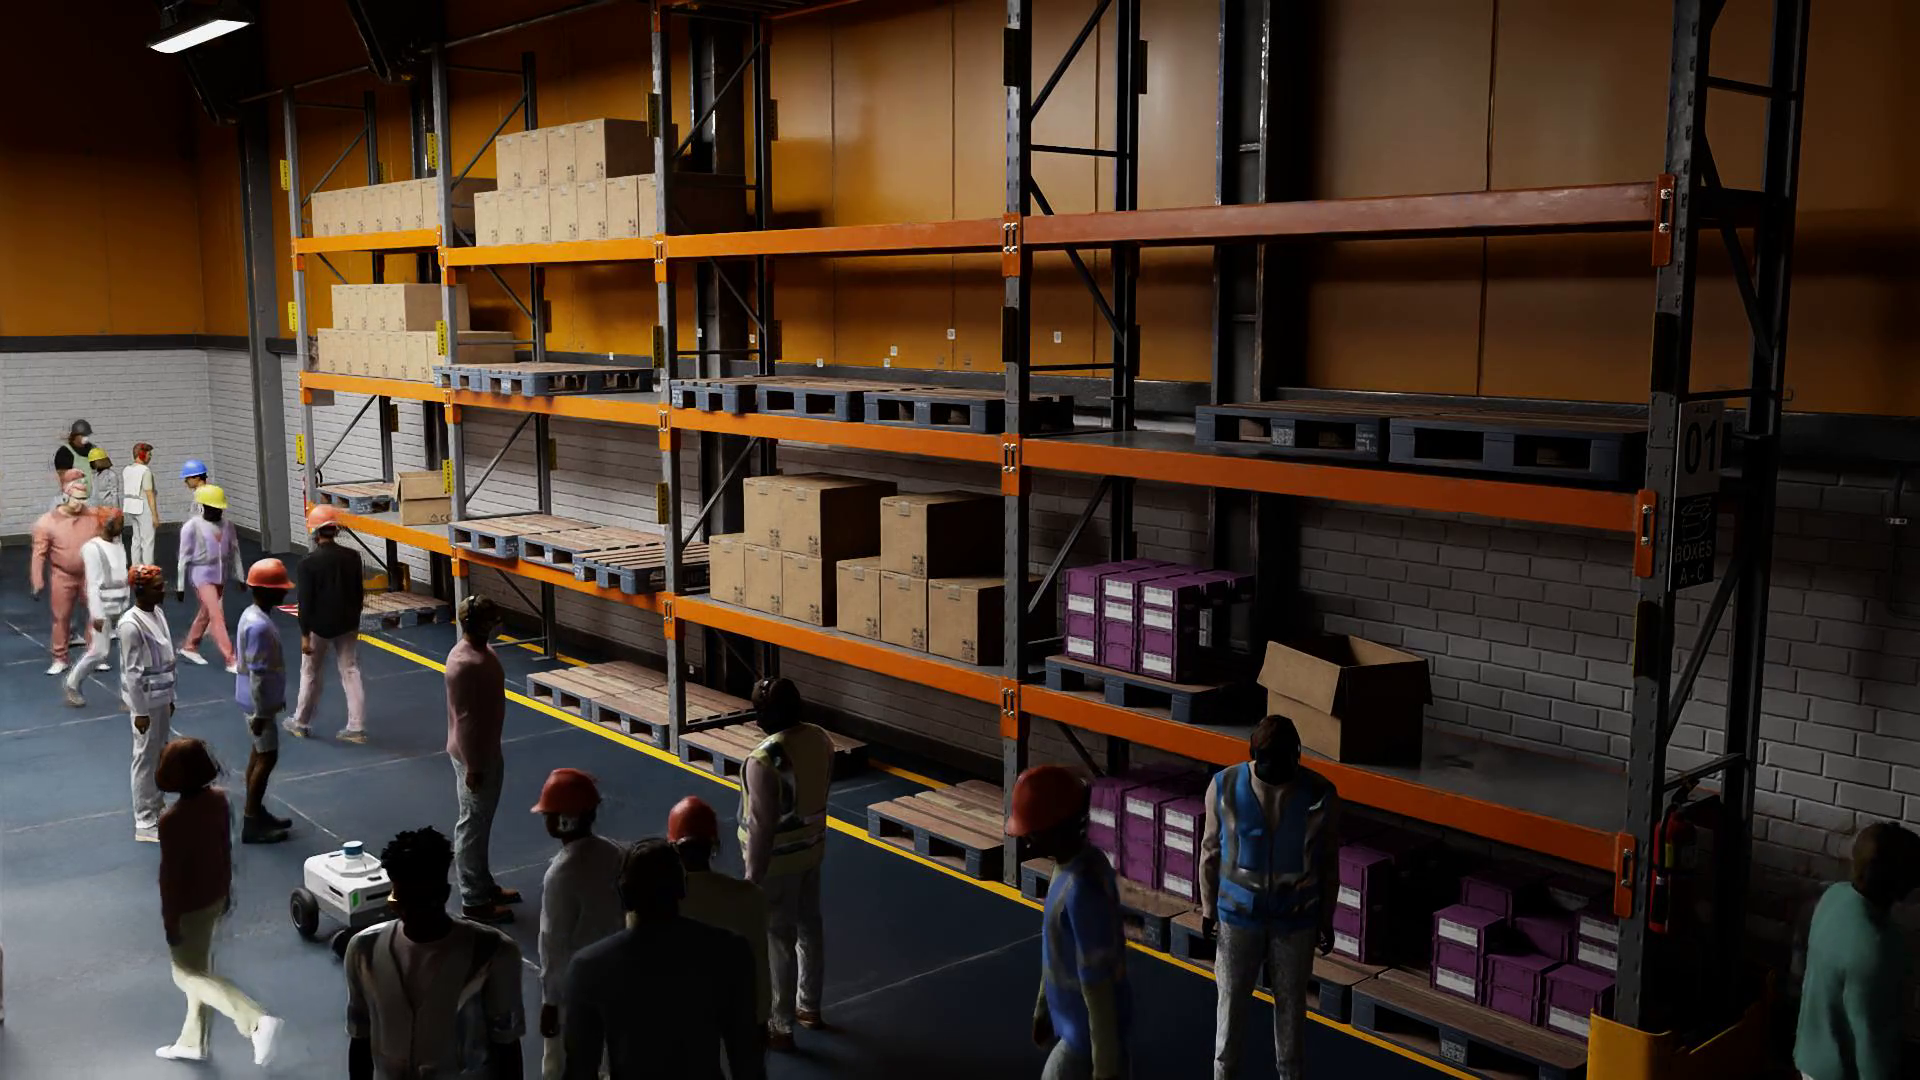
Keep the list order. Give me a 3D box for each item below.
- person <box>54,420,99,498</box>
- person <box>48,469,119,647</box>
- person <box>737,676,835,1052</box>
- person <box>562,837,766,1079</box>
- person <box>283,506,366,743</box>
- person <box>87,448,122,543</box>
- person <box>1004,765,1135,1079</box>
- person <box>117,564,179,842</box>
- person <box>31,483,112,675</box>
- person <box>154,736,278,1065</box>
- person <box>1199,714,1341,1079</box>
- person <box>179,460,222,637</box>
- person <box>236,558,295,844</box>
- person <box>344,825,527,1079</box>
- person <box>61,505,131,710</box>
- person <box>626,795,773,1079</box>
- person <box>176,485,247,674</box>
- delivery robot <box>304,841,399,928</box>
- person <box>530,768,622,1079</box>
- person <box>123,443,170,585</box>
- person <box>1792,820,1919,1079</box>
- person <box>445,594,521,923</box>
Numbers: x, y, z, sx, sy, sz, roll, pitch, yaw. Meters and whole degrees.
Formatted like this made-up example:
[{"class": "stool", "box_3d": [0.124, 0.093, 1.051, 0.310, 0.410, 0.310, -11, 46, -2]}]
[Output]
[{"class": "person", "box_3d": [-12.071, -0.667, 22.983, 0.759, 2.000, 0.689, 5, 10, 30]}, {"class": "person", "box_3d": [-9.286, 0.175, 17.716, 0.669, 1.868, 0.865, 3, 9, 22]}, {"class": "person", "box_3d": [-0.874, 1.569, 8.149, 0.429, 1.839, 0.623, 4, 9, 27]}, {"class": "person", "box_3d": [-1.005, 1.917, 5.596, 0.650, 1.873, 1.024, -3, 9, -18]}, {"class": "person", "box_3d": [-5.295, 0.693, 13.812, 0.906, 1.951, 0.644, 6, 10, 37]}, {"class": "person", "box_3d": [-11.255, -0.351, 21.864, 0.486, 1.729, 0.321, 4, 9, 24]}, {"class": "person", "box_3d": [0.396, 1.790, 6.148, 1.037, 1.964, 0.622, 1, 8, 5]}, {"class": "person", "box_3d": [-5.484, 1.093, 11.291, 0.343, 1.882, 0.585, -1, 8, -9]}, {"class": "person", "box_3d": [-8.653, 0.386, 16.222, 0.742, 1.878, 0.640, -8, 11, -43]}, {"class": "person", "box_3d": [-3.554, 1.722, 7.863, 0.640, 1.615, 0.503, 1, 8, 8]}, {"class": "person", "box_3d": [1.375, 1.675, 7.415, 0.621, 1.838, 0.429, 1, 8, 9]}, {"class": "person", "box_3d": [-8.249, 0.085, 18.152, 0.418, 1.932, 0.617, -4, 9, -25]}, {"class": "person", "box_3d": [-4.697, 1.073, 11.294, 0.413, 1.924, 0.649, -3, 9, -22]}, {"class": "person", "box_3d": [-1.735, 1.890, 5.500, 0.606, 1.957, 0.373, 1, 8, 5]}, {"class": "person", "box_3d": [-7.601, 0.611, 14.799, 0.870, 1.840, 0.606, 1, 8, 8]}, {"class": "person", "box_3d": [-1.004, 1.876, 6.446, 0.582, 1.720, 0.775, -2, 8, -14]}, {"class": "person", "box_3d": [-7.412, 0.368, 16.393, 1.002, 1.874, 0.626, 3, 9, 23]}, {"class": "delivery robot", "box_3d": [-3.453, 1.965, 9.497, 0.477, 0.478, 0.707, -8, 11, -43]}, {"class": "person", "box_3d": [-1.527, 1.799, 6.888, 0.567, 1.736, 0.582, 1, 8, 9]}, {"class": "person", "box_3d": [-10.458, -0.319, 21.264, 0.563, 1.837, 0.389, 5, 10, 34]}, {"class": "person", "box_3d": [3.050, 1.876, 5.847, 1.004, 1.892, 0.640, 3, 9, 21]}, {"class": "person", "box_3d": [-2.835, 1.274, 9.848, 0.373, 1.940, 0.629, -1, 8, -5]}]
